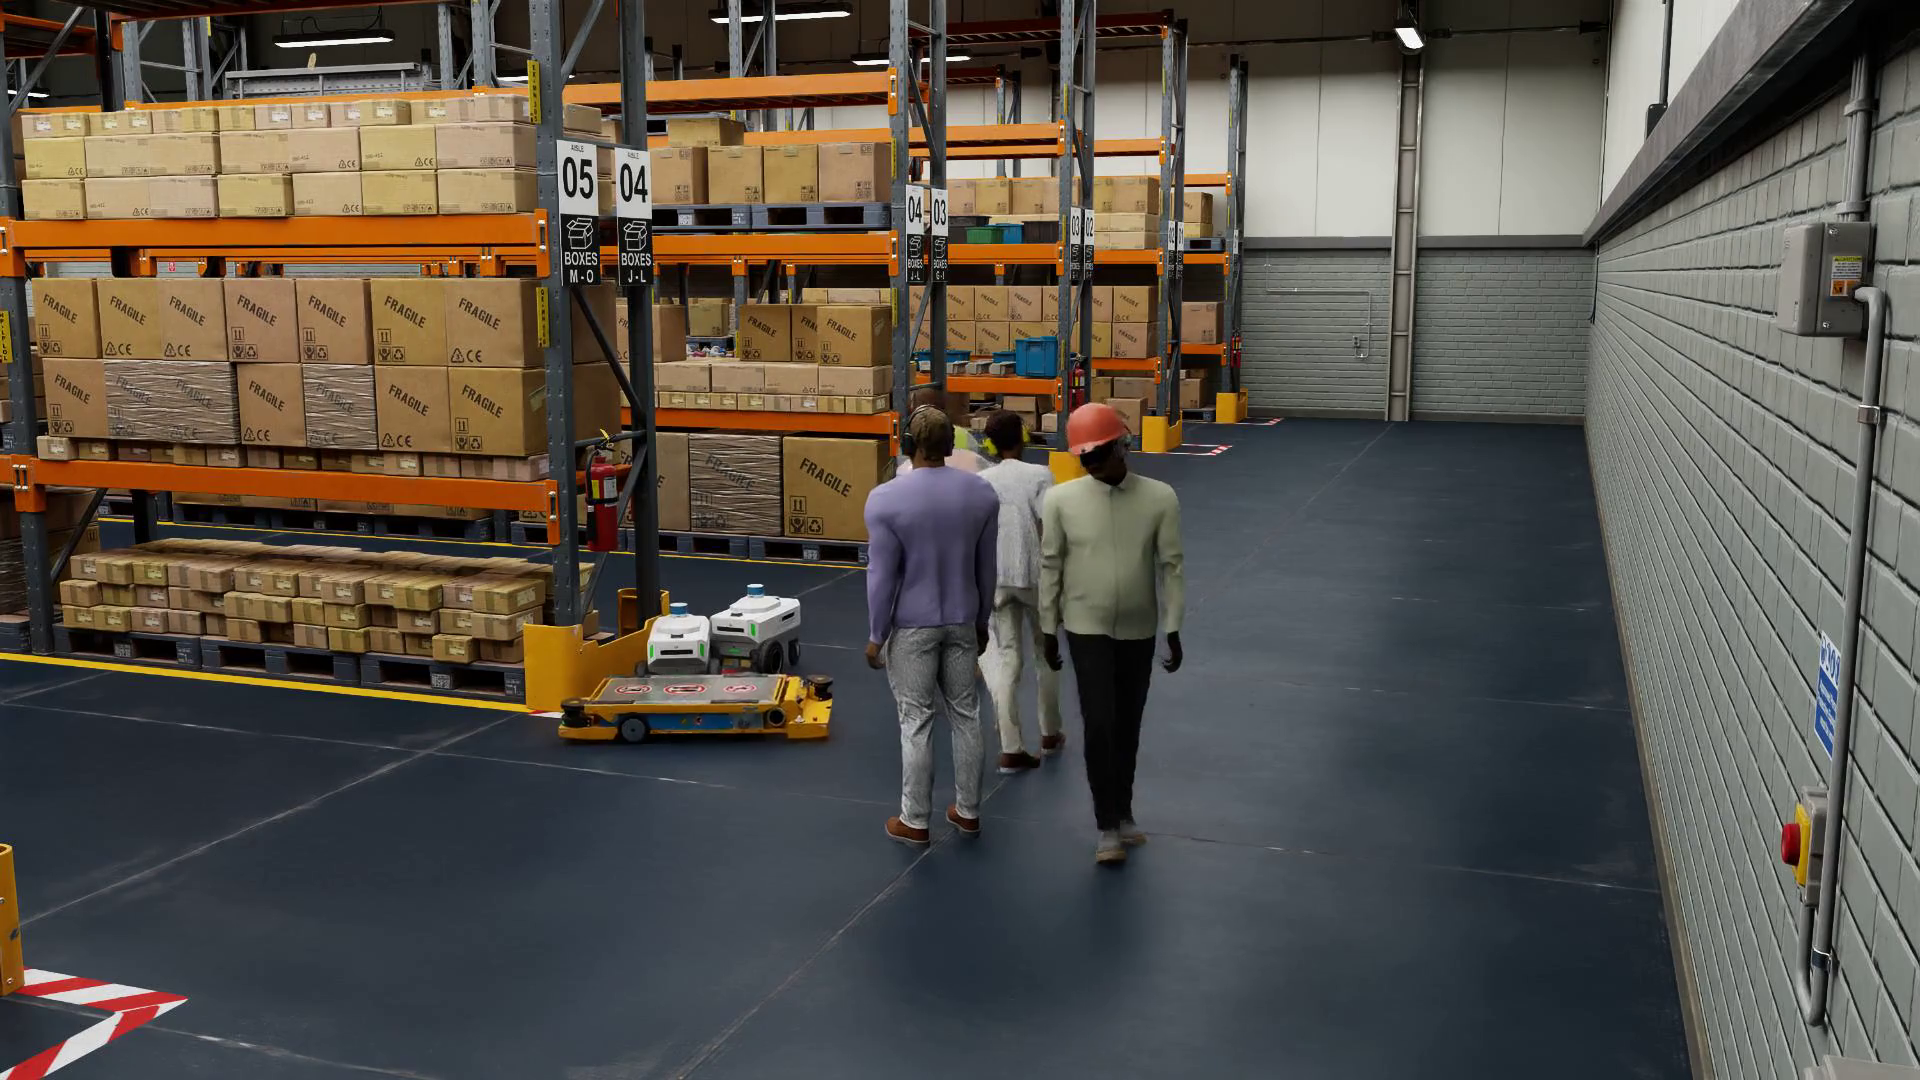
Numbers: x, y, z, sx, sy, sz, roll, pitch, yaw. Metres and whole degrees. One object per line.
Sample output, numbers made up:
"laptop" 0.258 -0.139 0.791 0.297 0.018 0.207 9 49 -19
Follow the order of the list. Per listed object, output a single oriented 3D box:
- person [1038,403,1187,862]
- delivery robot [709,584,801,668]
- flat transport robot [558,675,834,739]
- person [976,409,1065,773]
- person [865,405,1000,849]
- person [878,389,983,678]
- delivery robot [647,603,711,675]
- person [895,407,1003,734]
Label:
"person" 0.676 0.404 7.102 0.607 1.952 0.733 -2 9 -10
"delivery robot" -1.276 0.520 10.409 0.477 0.478 0.707 3 10 19
"flat transport robot" -1.425 0.910 9.147 1.431 0.197 0.652 0 9 -1
"person" 0.335 0.239 8.529 0.602 1.813 0.793 4 10 21
"person" -0.127 0.379 7.270 0.627 1.940 0.377 -4 10 -26
"person" -0.186 -0.052 10.432 0.684 1.783 0.930 -7 11 -36
"delivery robot" -1.655 0.614 9.821 0.477 0.478 0.707 -1 9 -7
"person" -0.017 0.161 9.177 0.647 1.783 0.999 -4 10 -24
